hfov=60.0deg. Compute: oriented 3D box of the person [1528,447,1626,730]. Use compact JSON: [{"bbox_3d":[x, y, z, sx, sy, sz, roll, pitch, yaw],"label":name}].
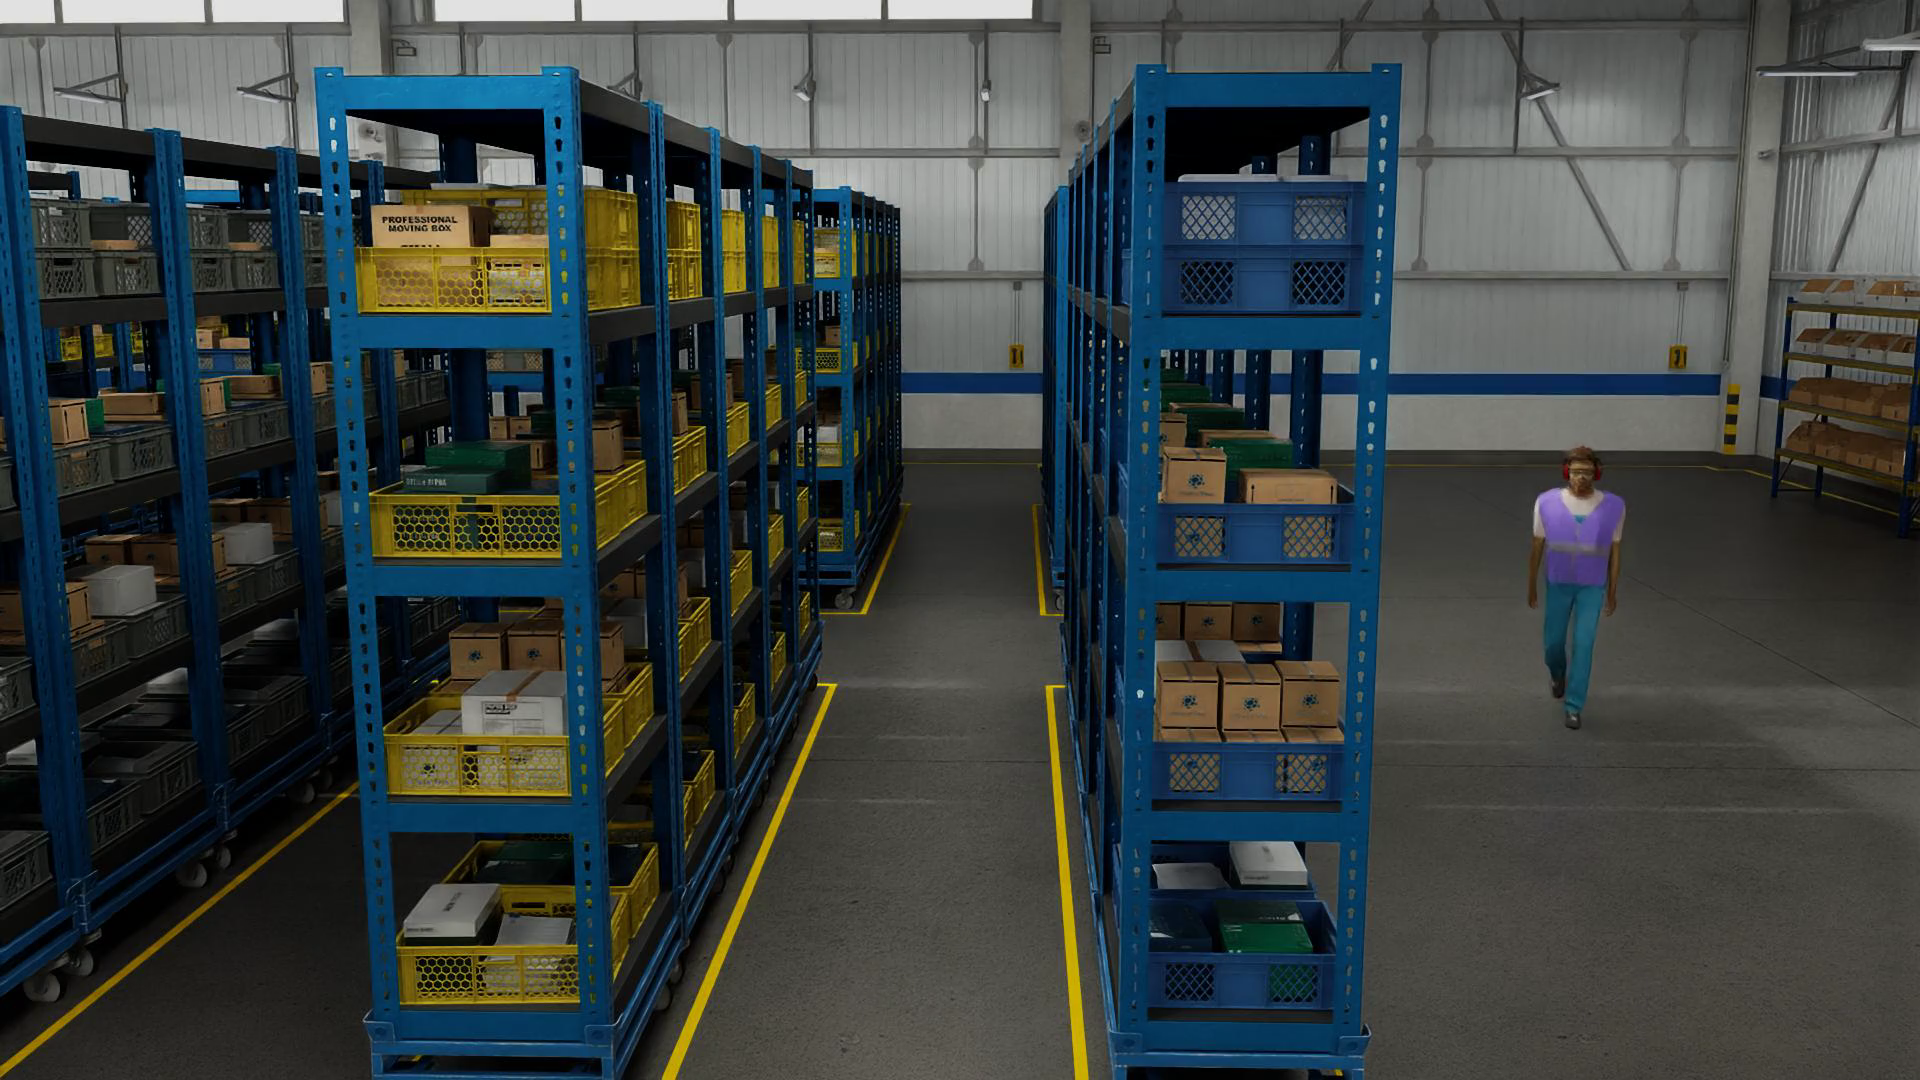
[{"bbox_3d":[4.022,0.281,10.882,0.567,1.825,0.659,4,10,21],"label":"person"}]
